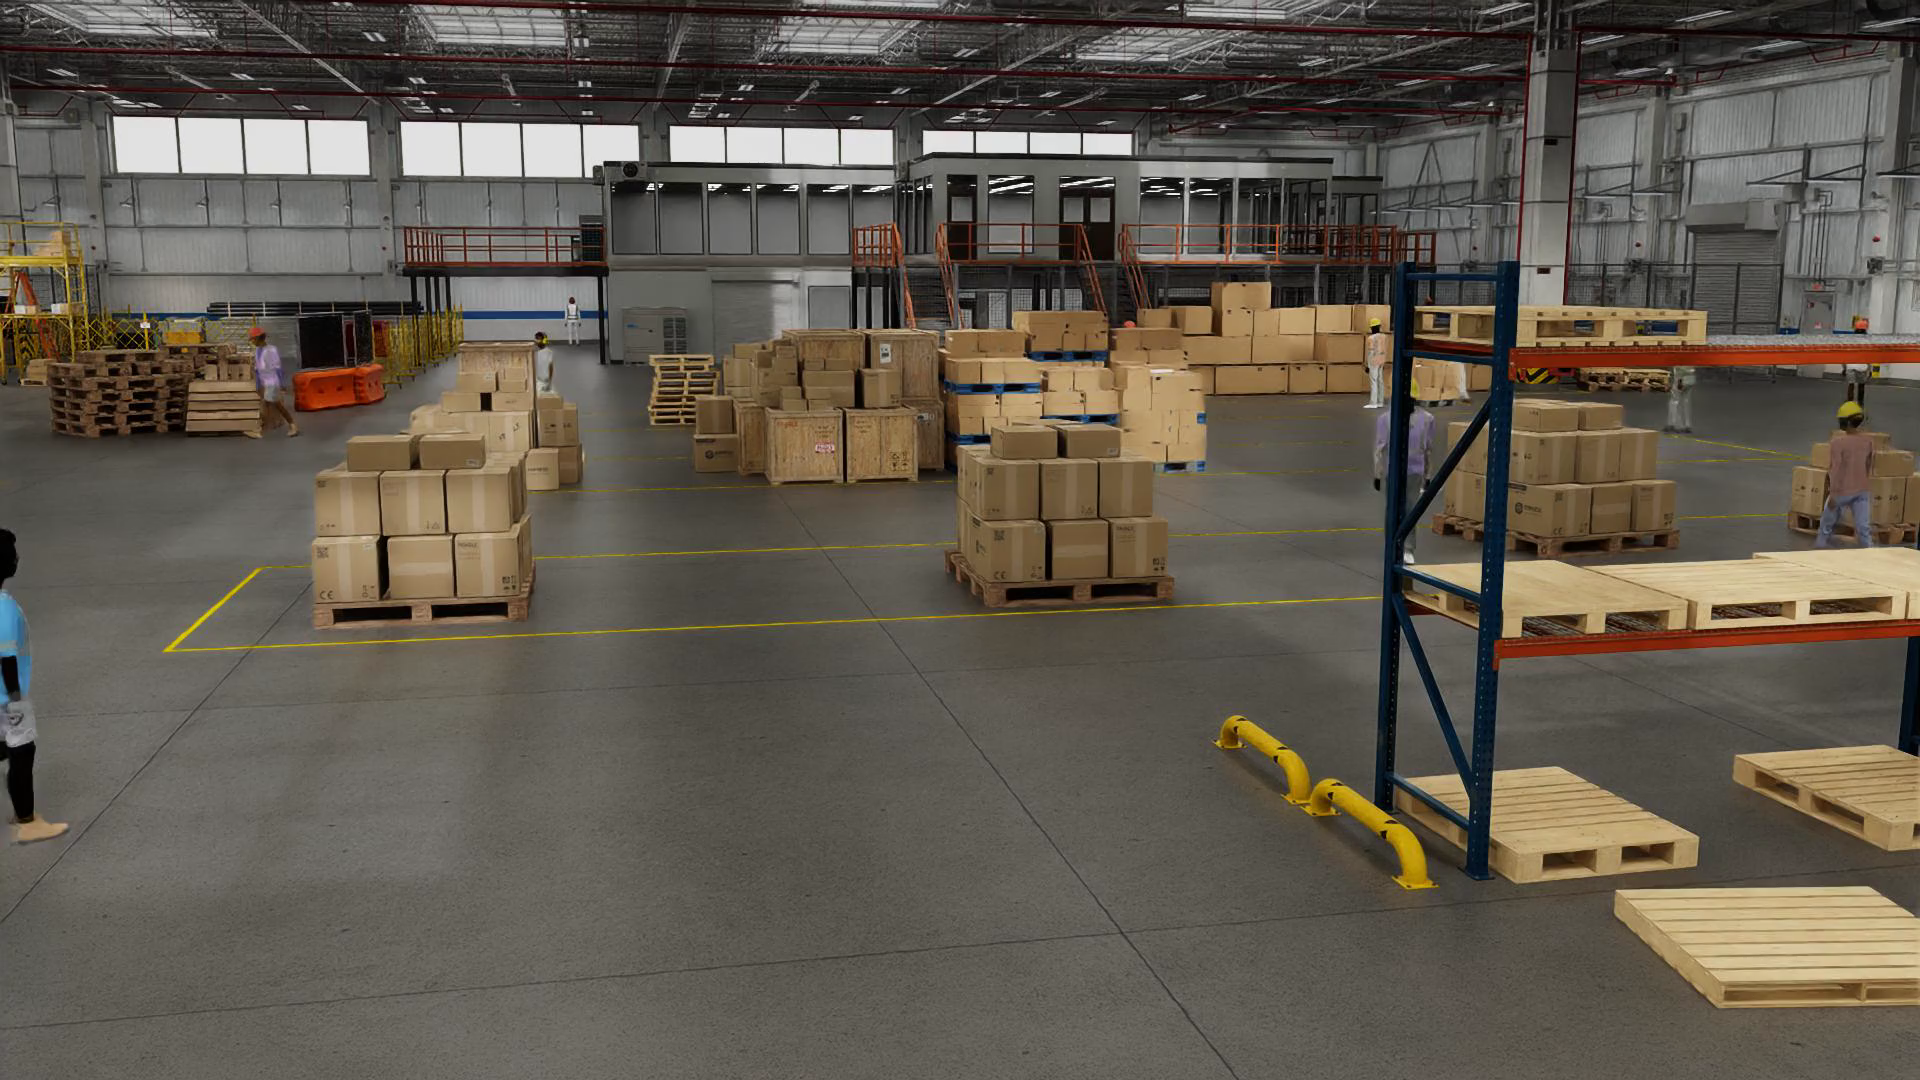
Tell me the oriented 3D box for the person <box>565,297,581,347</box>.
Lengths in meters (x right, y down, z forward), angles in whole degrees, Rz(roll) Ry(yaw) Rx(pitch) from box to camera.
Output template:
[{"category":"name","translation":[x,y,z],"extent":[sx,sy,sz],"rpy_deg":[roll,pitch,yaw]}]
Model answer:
[{"category":"person","translation":[-14.651,-8.249,62.936],"extent":[0.579,1.882,0.342],"rpy_deg":[-2,10,-13]}]

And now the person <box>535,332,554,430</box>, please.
[{"category":"person","translation":[-7.640,-2.939,30.729],"extent":[0.513,1.835,0.941],"rpy_deg":[5,11,27]}]

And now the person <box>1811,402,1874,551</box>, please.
[{"category":"person","translation":[8.456,-0.455,15.922],"extent":[0.545,1.718,0.894],"rpy_deg":[-2,10,-15]}]

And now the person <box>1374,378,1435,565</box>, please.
[{"category":"person","translation":[4.566,-0.737,17.145],"extent":[0.598,1.893,0.947],"rpy_deg":[1,9,9]}]

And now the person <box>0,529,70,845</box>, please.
[{"category":"person","translation":[-4.976,0.777,8.519],"extent":[0.544,1.681,0.566],"rpy_deg":[8,12,40]}]

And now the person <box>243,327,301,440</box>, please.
[{"category":"person","translation":[-12.091,-2.744,29.171],"extent":[0.680,1.965,1.070],"rpy_deg":[7,12,37]}]

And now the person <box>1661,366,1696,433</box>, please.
[{"category":"person","translation":[13.071,-2.872,30.149],"extent":[0.559,1.892,0.685],"rpy_deg":[8,13,42]}]

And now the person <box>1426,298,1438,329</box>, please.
[{"category":"person","translation":[15.910,-7.221,56.409],"extent":[0.628,1.972,0.598],"rpy_deg":[6,11,32]}]

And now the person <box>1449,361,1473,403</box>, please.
[{"category":"person","translation":[11.014,-4.000,37.040],"extent":[0.683,1.895,0.955],"rpy_deg":[-7,12,-36]}]

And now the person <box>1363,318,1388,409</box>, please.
[{"category":"person","translation":[8.852,-3.758,35.444],"extent":[0.586,1.923,0.371],"rpy_deg":[-8,12,-41]}]

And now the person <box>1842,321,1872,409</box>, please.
[{"category":"person","translation":[18.556,-3.567,34.374],"extent":[0.572,1.884,0.972],"rpy_deg":[6,11,34]}]

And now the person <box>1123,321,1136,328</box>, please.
[{"category":"person","translation":[3.208,-3.146,31.490],"extent":[0.609,1.996,0.383],"rpy_deg":[-7,12,-37]}]
